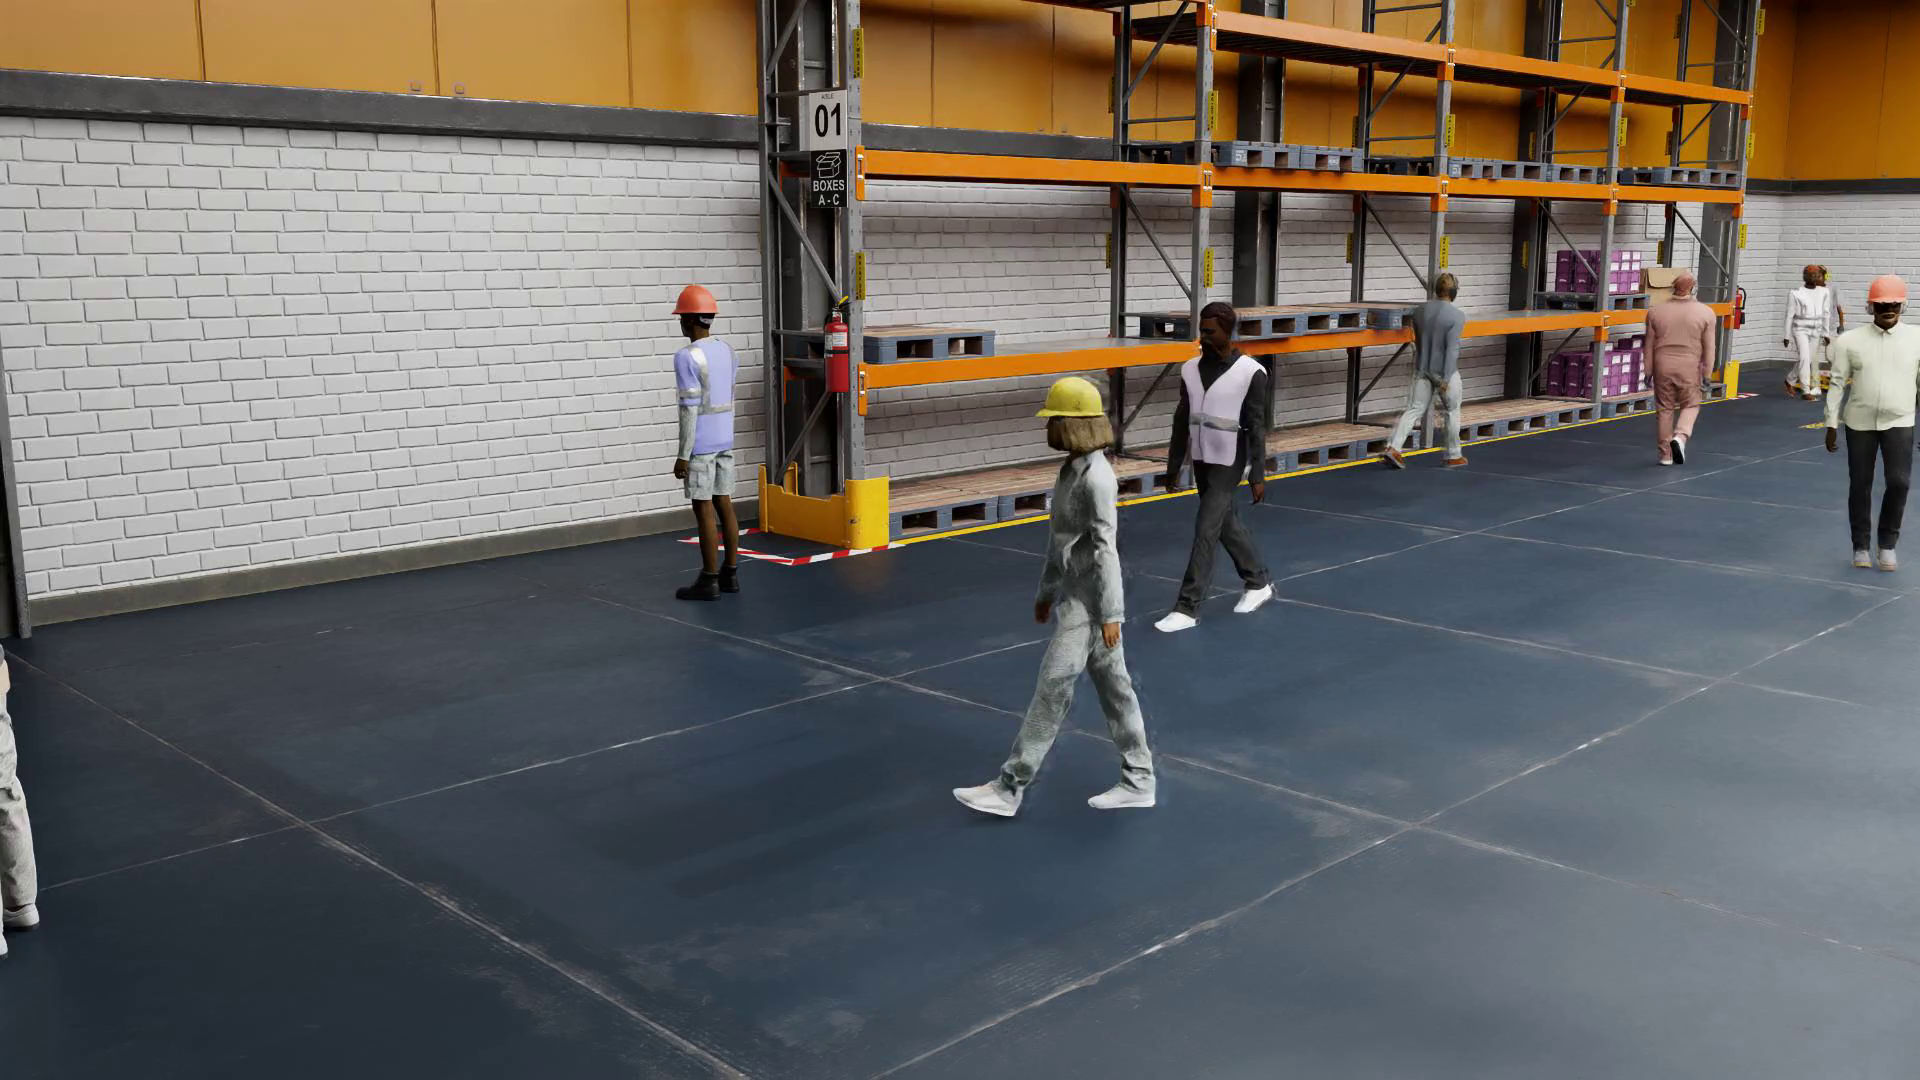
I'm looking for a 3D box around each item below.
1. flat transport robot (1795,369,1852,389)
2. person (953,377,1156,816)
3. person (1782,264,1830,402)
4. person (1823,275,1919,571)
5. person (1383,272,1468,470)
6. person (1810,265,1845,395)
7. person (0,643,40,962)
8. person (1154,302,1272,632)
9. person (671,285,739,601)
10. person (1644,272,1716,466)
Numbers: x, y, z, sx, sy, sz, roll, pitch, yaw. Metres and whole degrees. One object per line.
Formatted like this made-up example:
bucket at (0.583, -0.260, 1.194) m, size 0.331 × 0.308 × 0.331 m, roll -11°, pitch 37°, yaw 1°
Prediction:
flat transport robot at (12.688, -2.366, 24.475) m, size 0.652 × 0.197 × 1.431 m, roll 7°, pitch 12°, yaw 33°
person at (0.376, 0.230, 6.398) m, size 0.876 × 1.696 × 0.501 m, roll -1°, pitch 10°, yaw -6°
person at (11.537, -2.835, 22.764) m, size 0.604 × 1.857 × 0.895 m, roll -1°, pitch 10°, yaw -8°
person at (6.129, -0.771, 11.111) m, size 0.661 × 1.975 × 0.569 m, roll 5°, pitch 12°, yaw 27°
person at (4.515, -1.608, 15.929) m, size 0.994 × 1.904 × 0.625 m, roll -8°, pitch 13°, yaw -36°
person at (12.214, -2.962, 23.467) m, size 0.683 × 1.835 × 0.586 m, roll -9°, pitch 14°, yaw -40°
person at (-3.106, 0.498, 5.126) m, size 0.313 × 1.638 × 0.521 m, roll -1°, pitch 10°, yaw -4°
person at (1.505, -0.446, 9.651) m, size 1.004 × 1.873 × 0.610 m, roll -8°, pitch 13°, yaw -36°
person at (-1.589, -0.591, 10.245) m, size 0.377 × 1.938 × 0.547 m, roll 5°, pitch 12°, yaw 26°
person at (6.926, -1.632, 16.064) m, size 0.648 × 1.891 × 0.537 m, roll 7°, pitch 12°, yaw 32°
